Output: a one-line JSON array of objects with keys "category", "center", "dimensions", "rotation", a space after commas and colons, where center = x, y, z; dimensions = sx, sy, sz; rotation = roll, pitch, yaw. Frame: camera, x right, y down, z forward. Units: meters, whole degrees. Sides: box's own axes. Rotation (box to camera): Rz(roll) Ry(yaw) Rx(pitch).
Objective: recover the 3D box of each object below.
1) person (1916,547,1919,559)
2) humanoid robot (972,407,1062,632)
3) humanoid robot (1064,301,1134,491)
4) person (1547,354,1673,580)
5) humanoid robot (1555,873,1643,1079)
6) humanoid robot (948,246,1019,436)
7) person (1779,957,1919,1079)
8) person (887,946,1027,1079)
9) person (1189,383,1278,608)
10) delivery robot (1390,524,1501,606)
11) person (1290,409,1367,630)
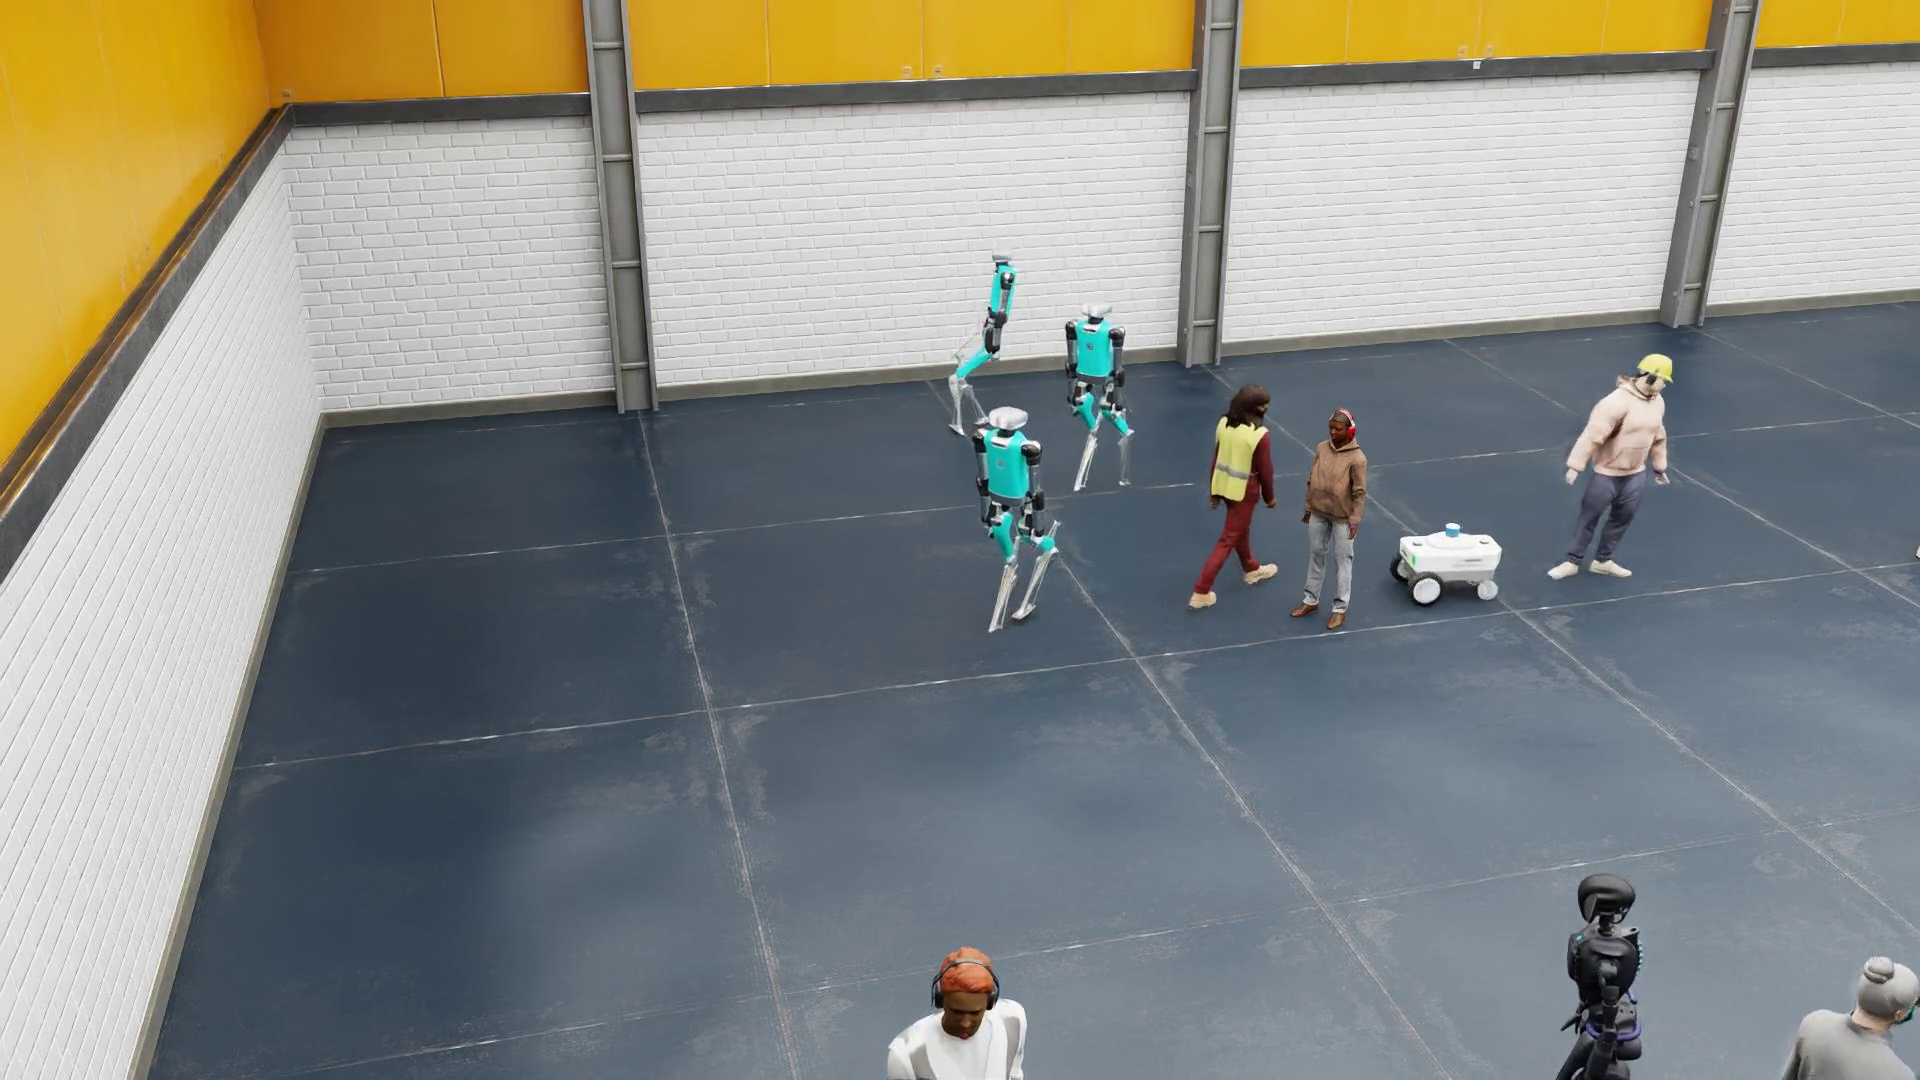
[{"category": "person", "center": [7.861, -0.624, 12.930], "dimensions": [0.516, 1.756, 0.336], "rotation": [-11, 26, -24]}, {"category": "humanoid robot", "center": [0.467, -0.166, 11.943], "dimensions": [0.535, 1.782, 0.793], "rotation": [15, 28, 30]}, {"category": "humanoid robot", "center": [1.253, -1.259, 14.447], "dimensions": [0.530, 1.800, 0.799], "rotation": [12, 26, 25]}, {"category": "person", "center": [4.980, -0.542, 12.670], "dimensions": [0.860, 1.823, 0.429], "rotation": [-8, 25, -17]}, {"category": "humanoid robot", "center": [2.656, 2.085, 6.923], "dimensions": [0.744, 1.631, 0.600], "rotation": [6, 25, 14]}, {"category": "humanoid robot", "center": [0.117, -1.894, 15.838], "dimensions": [0.871, 1.776, 0.599], "rotation": [-1, 24, -3]}, {"category": "person", "center": [3.230, 2.300, 6.196], "dimensions": [0.489, 1.831, 0.575], "rotation": [-9, 25, -19]}, {"category": "person", "center": [0.002, 2.296, 6.146], "dimensions": [0.574, 1.883, 0.362], "rotation": [-14, 27, -28]}, {"category": "person", "center": [2.086, -0.343, 12.350], "dimensions": [0.935, 1.722, 0.463], "rotation": [-13, 27, -27]}, {"category": "delivery robot", "center": [3.689, 0.174, 12.625], "dimensions": [0.811, 0.608, 0.499], "rotation": [-2, 24, -3]}, {"category": "person", "center": [2.702, -0.169, 12.024], "dimensions": [0.454, 1.651, 0.337], "rotation": [20, 31, 38]}]
